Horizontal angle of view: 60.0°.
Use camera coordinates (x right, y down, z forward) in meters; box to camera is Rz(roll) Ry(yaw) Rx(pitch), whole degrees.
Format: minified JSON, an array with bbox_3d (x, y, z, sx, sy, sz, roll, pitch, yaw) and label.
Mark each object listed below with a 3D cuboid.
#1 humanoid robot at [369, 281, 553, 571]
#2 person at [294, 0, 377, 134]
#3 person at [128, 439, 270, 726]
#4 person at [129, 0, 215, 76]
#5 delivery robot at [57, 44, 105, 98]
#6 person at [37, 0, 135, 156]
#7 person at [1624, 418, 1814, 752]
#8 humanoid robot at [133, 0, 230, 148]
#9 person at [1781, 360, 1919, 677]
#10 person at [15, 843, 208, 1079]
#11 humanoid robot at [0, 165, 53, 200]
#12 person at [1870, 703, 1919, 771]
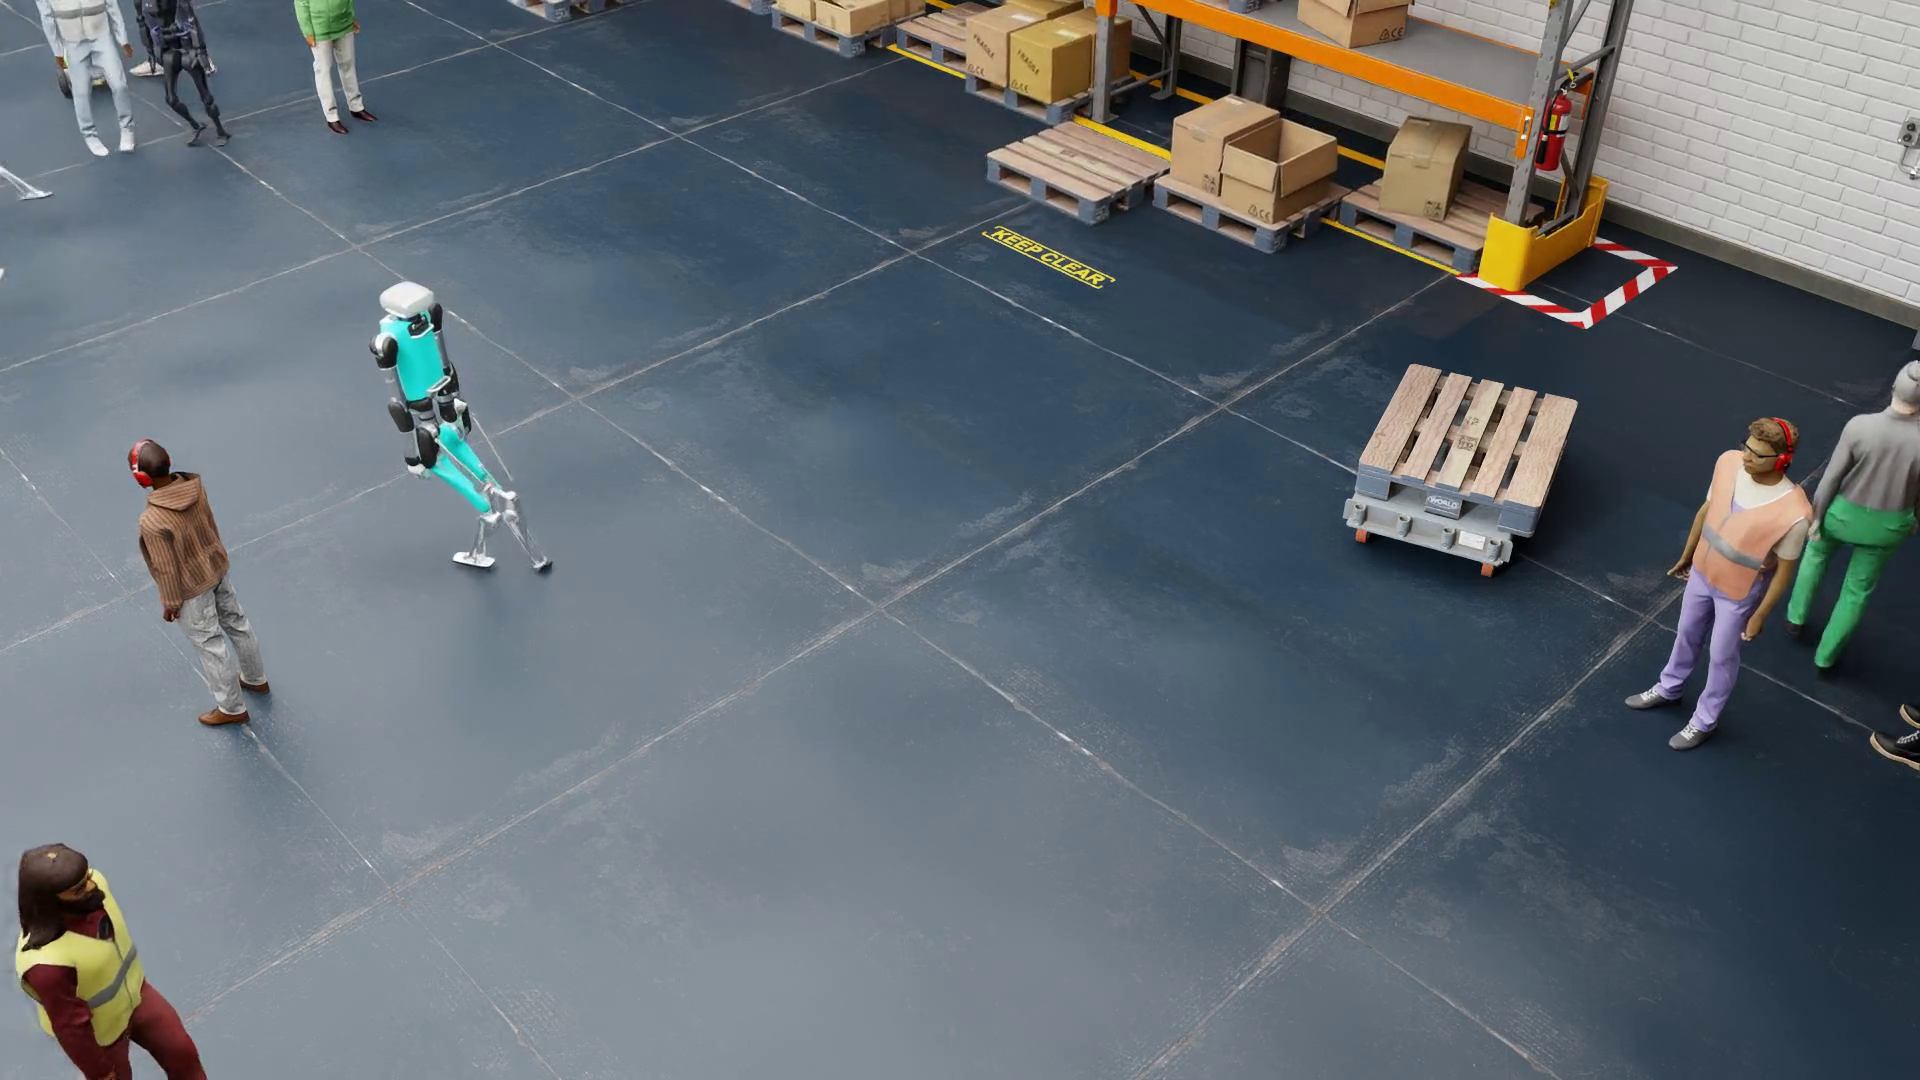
[{"bbox_3d":[-2.626,-0.490,9.040,0.820,1.875,0.555,11,38,14],"label":"humanoid robot"},{"bbox_3d":[-5.329,-4.365,14.057,0.387,1.783,0.537,24,43,28],"label":"person"},{"bbox_3d":[-3.710,0.207,8.110,0.338,1.651,0.454,6,38,8],"label":"person"},{"bbox_3d":[-7.265,-5.065,14.944,0.885,1.839,0.595,12,39,15],"label":"person"},{"bbox_3d":[-7.913,-4.361,15.084,0.499,0.612,0.813,-12,39,-15],"label":"delivery robot"},{"bbox_3d":[-7.120,-4.073,13.597,0.593,1.881,0.512,-25,43,-29],"label":"person"},{"bbox_3d":[3.676,0.201,7.958,0.381,1.844,0.569,-13,39,-16],"label":"person"},{"bbox_3d":[-6.437,-4.050,13.727,0.603,1.649,0.362,8,38,11],"label":"humanoid robot"},{"bbox_3d":[4.621,-0.161,8.462,0.529,1.822,0.662,18,41,22],"label":"person"},{"bbox_3d":[-3.159,1.731,6.030,0.833,1.740,0.478,0,37,1],"label":"person"},{"bbox_3d":[-7.708,-3.344,12.751,0.891,1.772,0.530,-4,37,-5],"label":"humanoid robot"},{"bbox_3d":[4.810,0.258,7.786,0.614,1.963,0.361,-26,44,-30],"label":"person"}]
